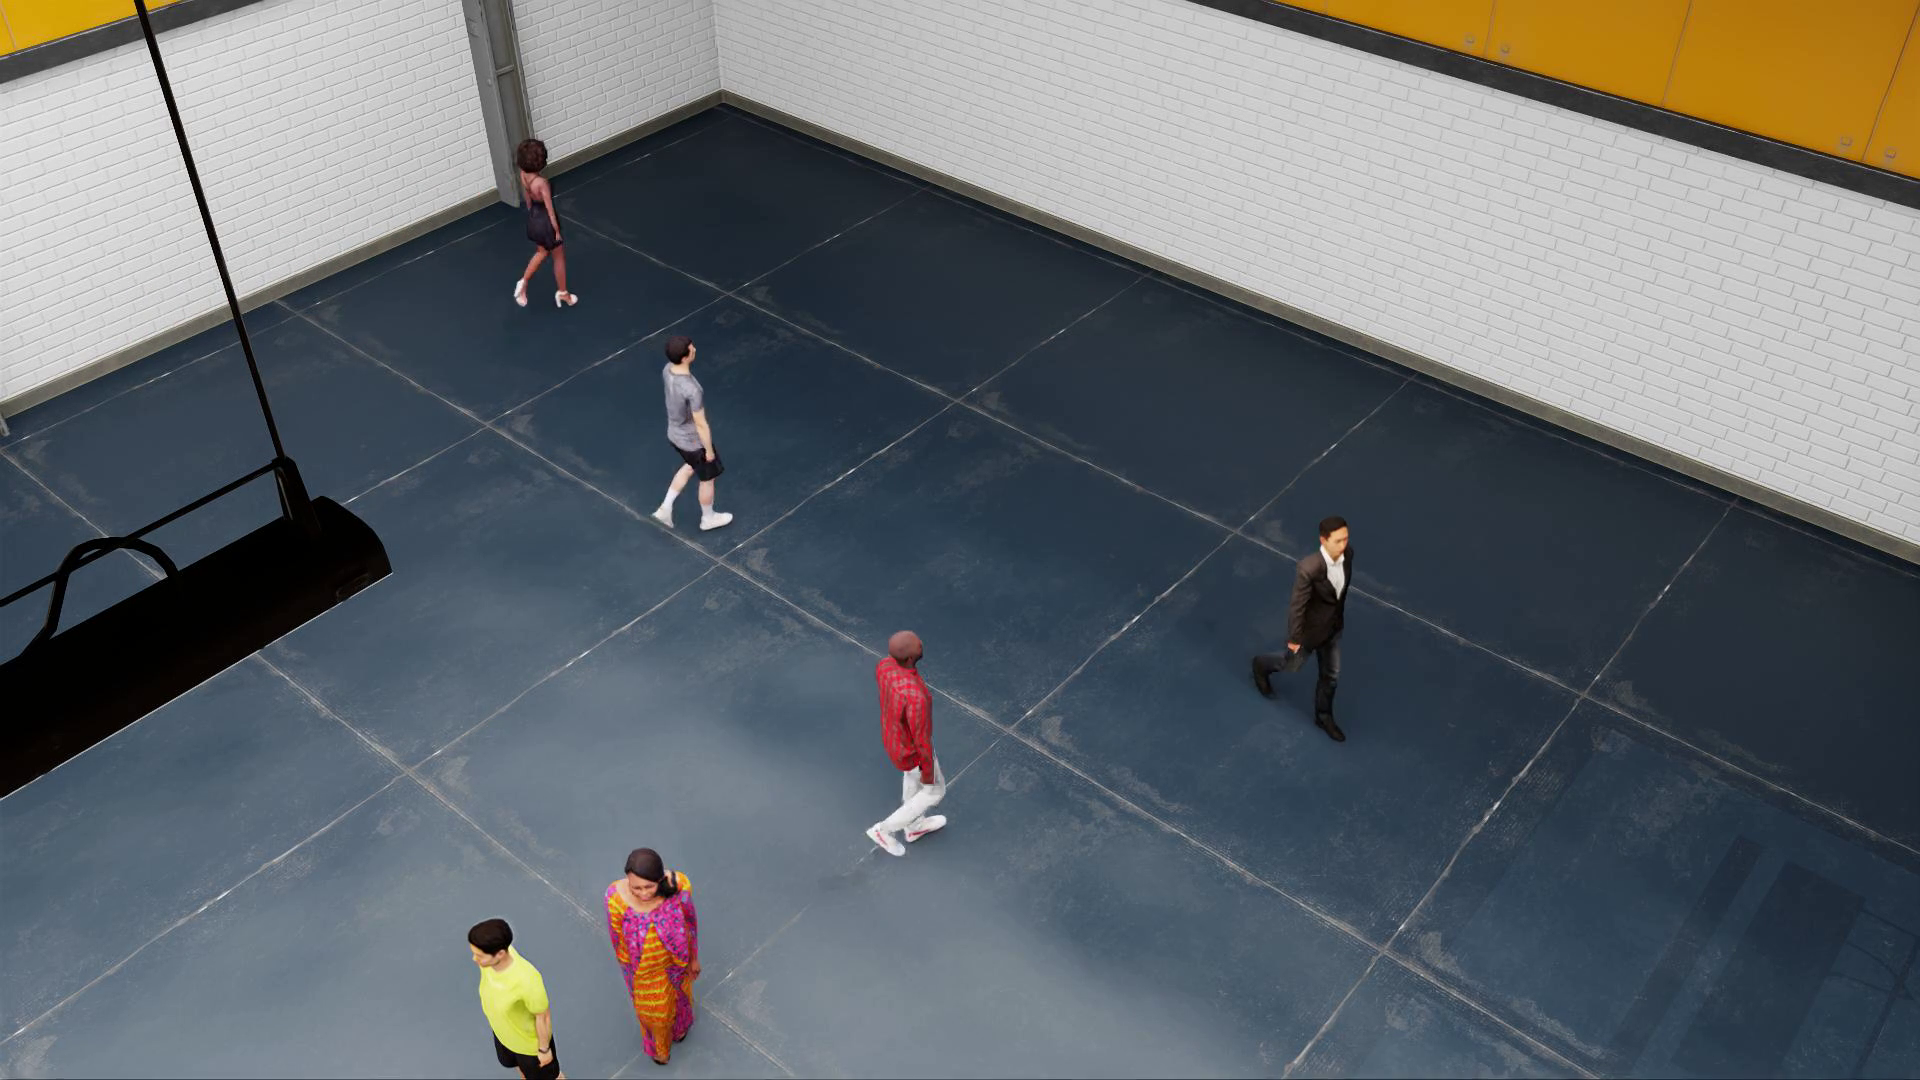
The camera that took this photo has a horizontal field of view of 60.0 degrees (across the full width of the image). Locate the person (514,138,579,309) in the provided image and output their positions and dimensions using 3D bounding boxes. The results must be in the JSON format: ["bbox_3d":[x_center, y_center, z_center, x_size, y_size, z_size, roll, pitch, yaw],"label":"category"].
[{"bbox_3d":[-4.037,-2.946,15.868,0.572,1.773,0.876,30,48,32],"label":"person"}]

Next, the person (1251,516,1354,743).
[{"bbox_3d":[2.401,0.530,11.514,1.139,1.776,0.951,-23,44,-26],"label":"person"}]

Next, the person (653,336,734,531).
[{"bbox_3d":[-2.201,-0.796,13.111,0.971,1.856,0.817,-25,45,-28],"label":"person"}]

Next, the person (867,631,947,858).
[{"bbox_3d":[-0.375,1.310,10.510,0.959,1.810,0.867,-17,42,-20],"label":"person"}]

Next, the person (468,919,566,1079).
[{"bbox_3d":[-2.369,2.608,8.966,0.629,1.708,0.510,26,45,29],"label":"person"}]

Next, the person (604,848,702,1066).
[{"bbox_3d":[-1.721,2.258,9.448,0.819,1.654,0.858,-14,41,-17],"label":"person"}]
